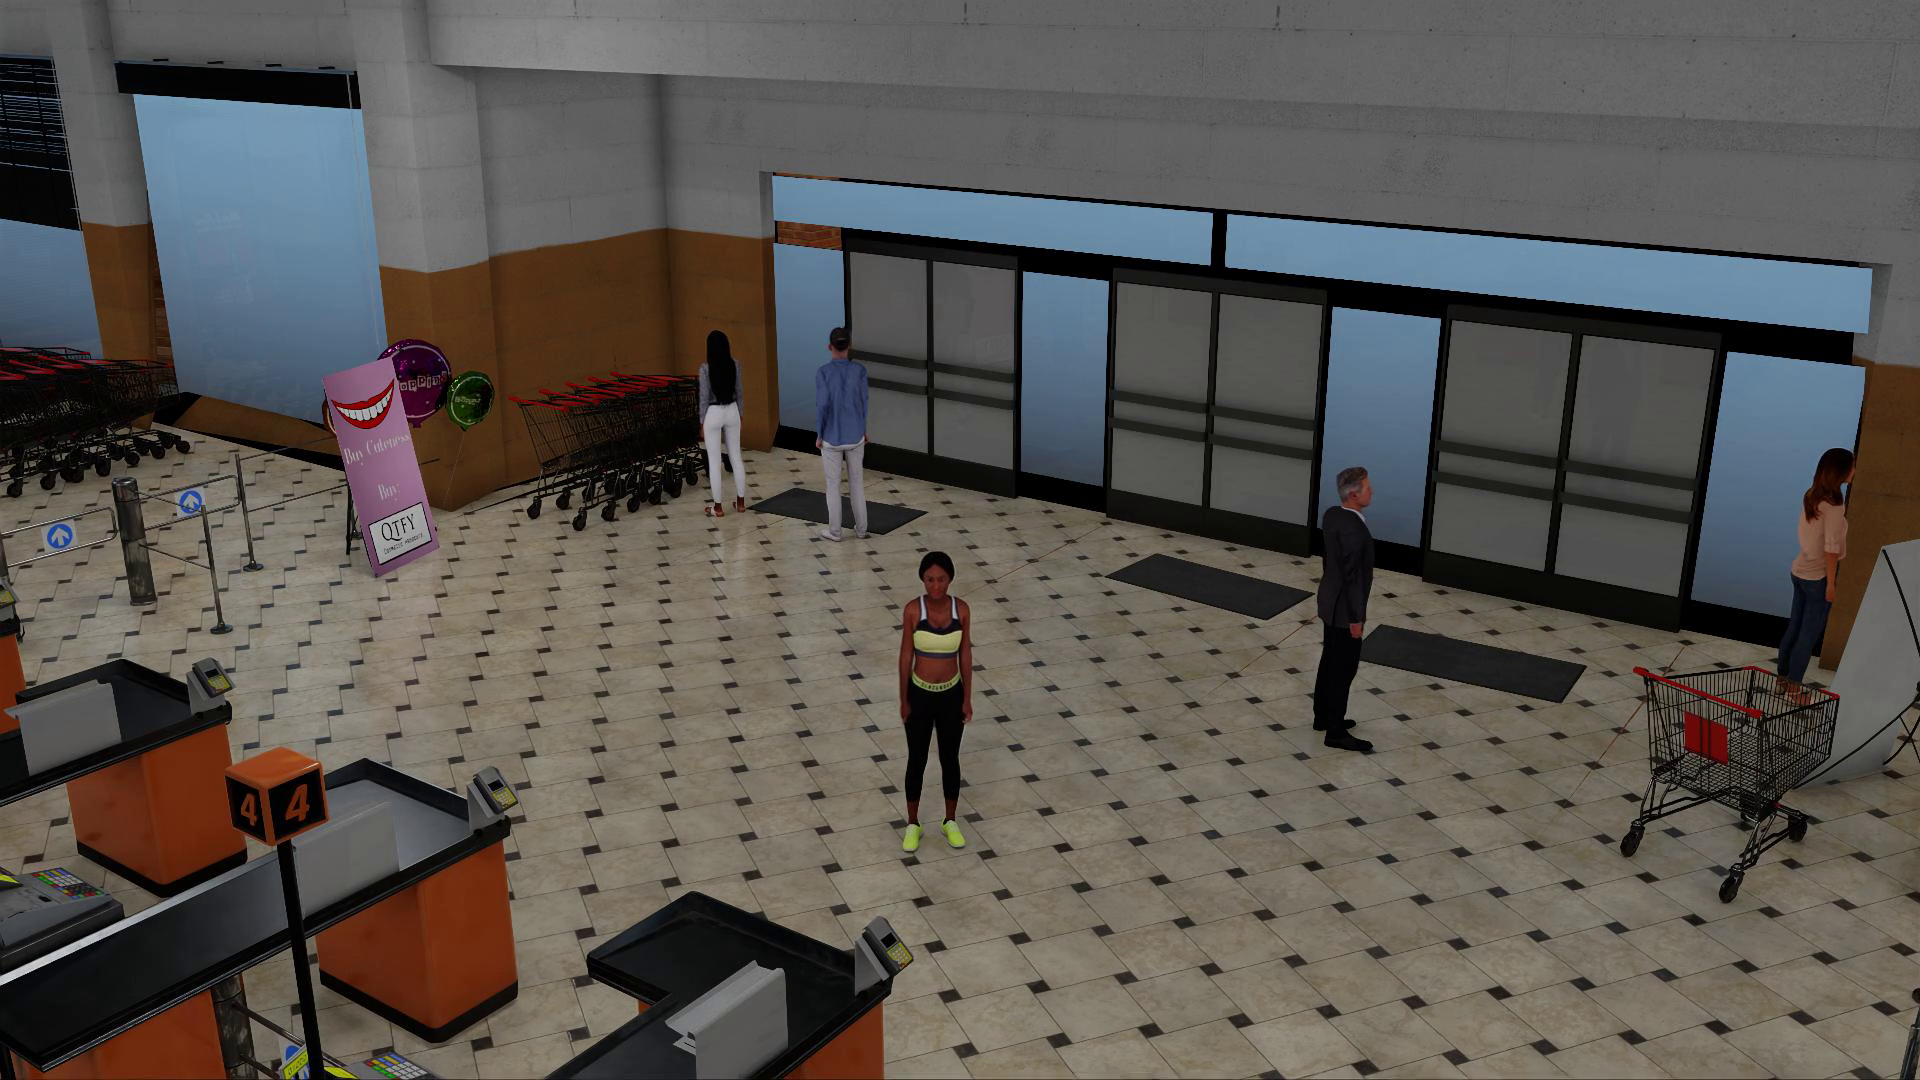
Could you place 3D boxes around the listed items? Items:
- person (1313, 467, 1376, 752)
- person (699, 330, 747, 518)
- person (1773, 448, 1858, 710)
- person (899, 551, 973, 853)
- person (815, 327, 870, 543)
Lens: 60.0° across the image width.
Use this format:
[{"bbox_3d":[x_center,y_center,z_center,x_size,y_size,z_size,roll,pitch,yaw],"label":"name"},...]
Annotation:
[{"bbox_3d":[2.454,0.410,10.597,0.867,1.842,0.776,-1,19,-3],"label":"person"},{"bbox_3d":[-2.175,-1.075,15.187,0.590,1.724,0.726,-11,22,-30],"label":"person"},{"bbox_3d":[5.735,0.243,11.171,0.733,1.792,0.620,2,19,5],"label":"person"},{"bbox_3d":[-0.142,0.890,9.311,0.639,1.754,0.692,-2,19,-7],"label":"person"},{"bbox_3d":[-1.028,-0.918,14.465,0.675,1.887,0.797,-8,20,-23],"label":"person"}]
